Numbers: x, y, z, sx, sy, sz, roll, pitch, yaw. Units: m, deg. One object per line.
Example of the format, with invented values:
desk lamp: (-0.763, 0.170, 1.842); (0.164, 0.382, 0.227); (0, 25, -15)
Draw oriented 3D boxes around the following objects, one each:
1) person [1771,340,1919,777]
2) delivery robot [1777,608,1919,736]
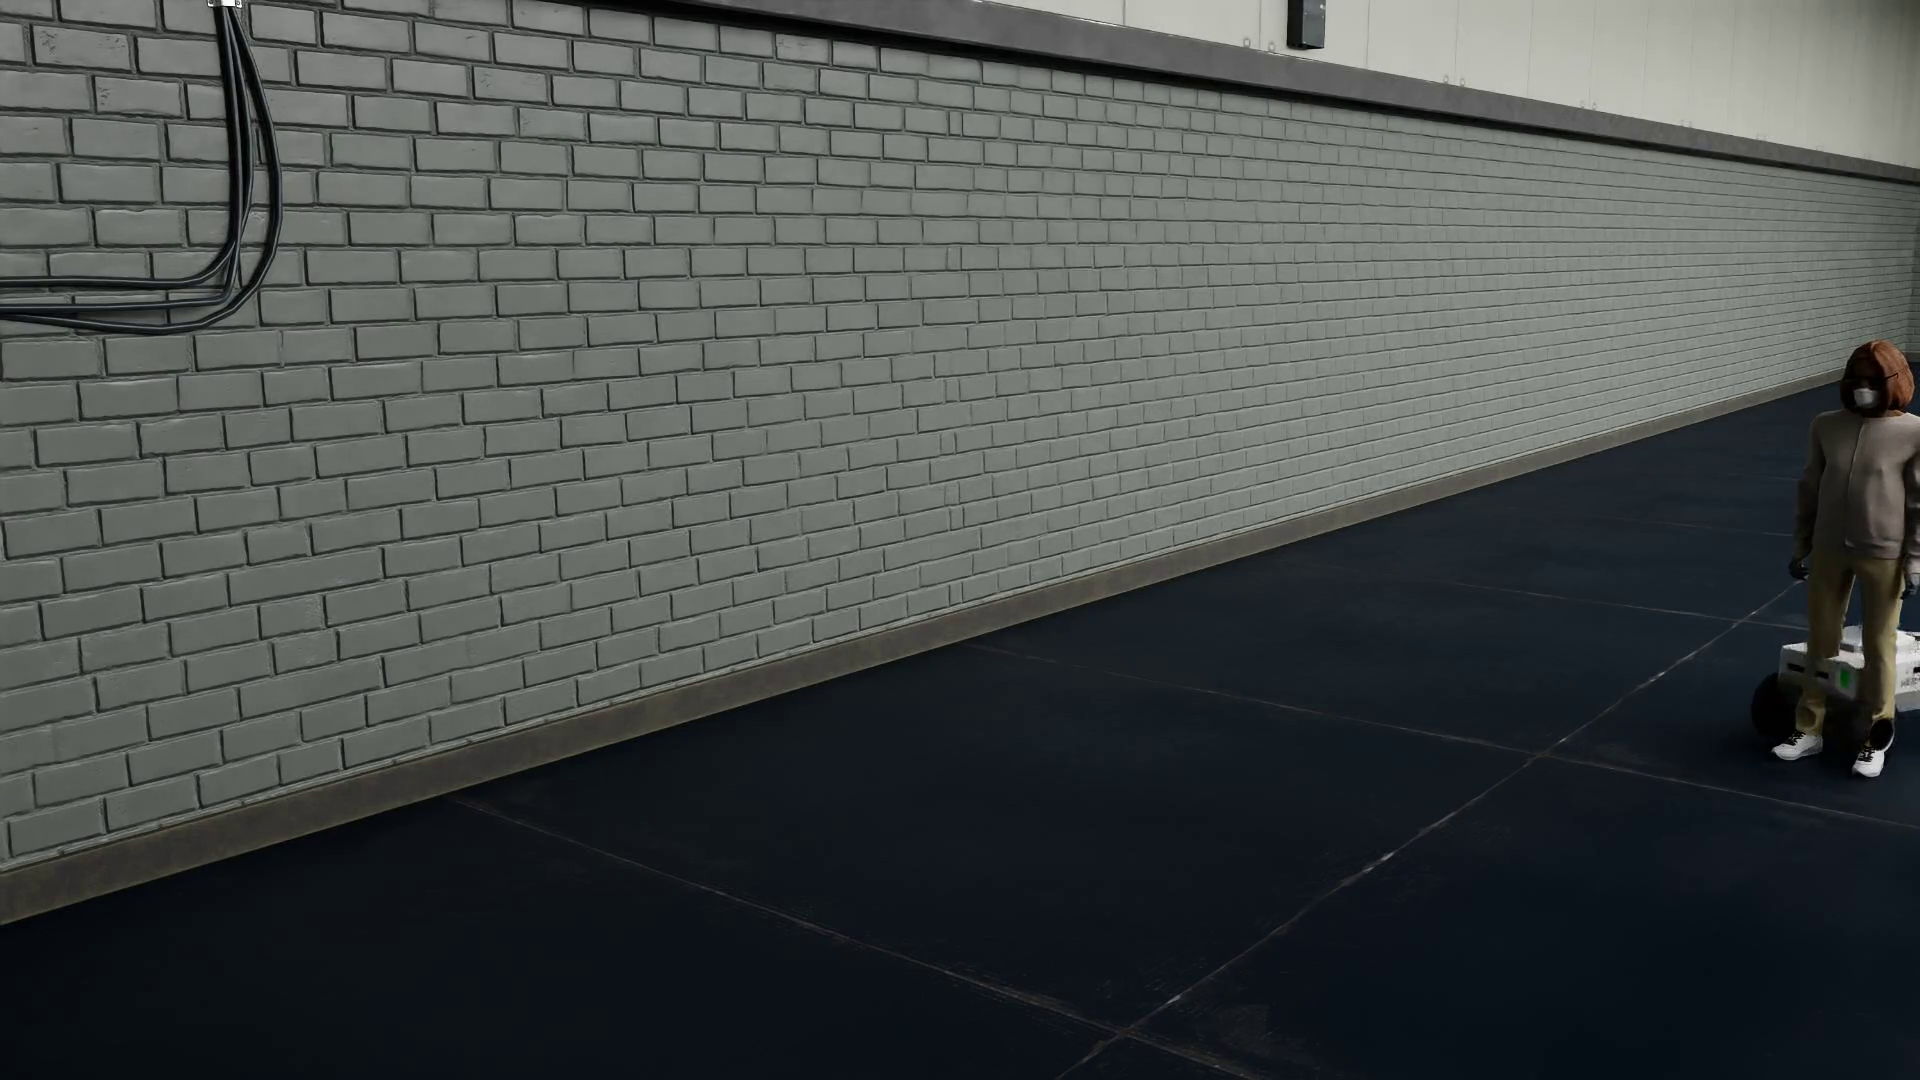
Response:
person: (3.389, 0.066, 6.280); (0.289, 1.632, 0.497); (-8, 13, -38)
delivery robot: (3.628, 0.515, 6.637); (0.707, 0.478, 0.477); (-5, 11, -24)
